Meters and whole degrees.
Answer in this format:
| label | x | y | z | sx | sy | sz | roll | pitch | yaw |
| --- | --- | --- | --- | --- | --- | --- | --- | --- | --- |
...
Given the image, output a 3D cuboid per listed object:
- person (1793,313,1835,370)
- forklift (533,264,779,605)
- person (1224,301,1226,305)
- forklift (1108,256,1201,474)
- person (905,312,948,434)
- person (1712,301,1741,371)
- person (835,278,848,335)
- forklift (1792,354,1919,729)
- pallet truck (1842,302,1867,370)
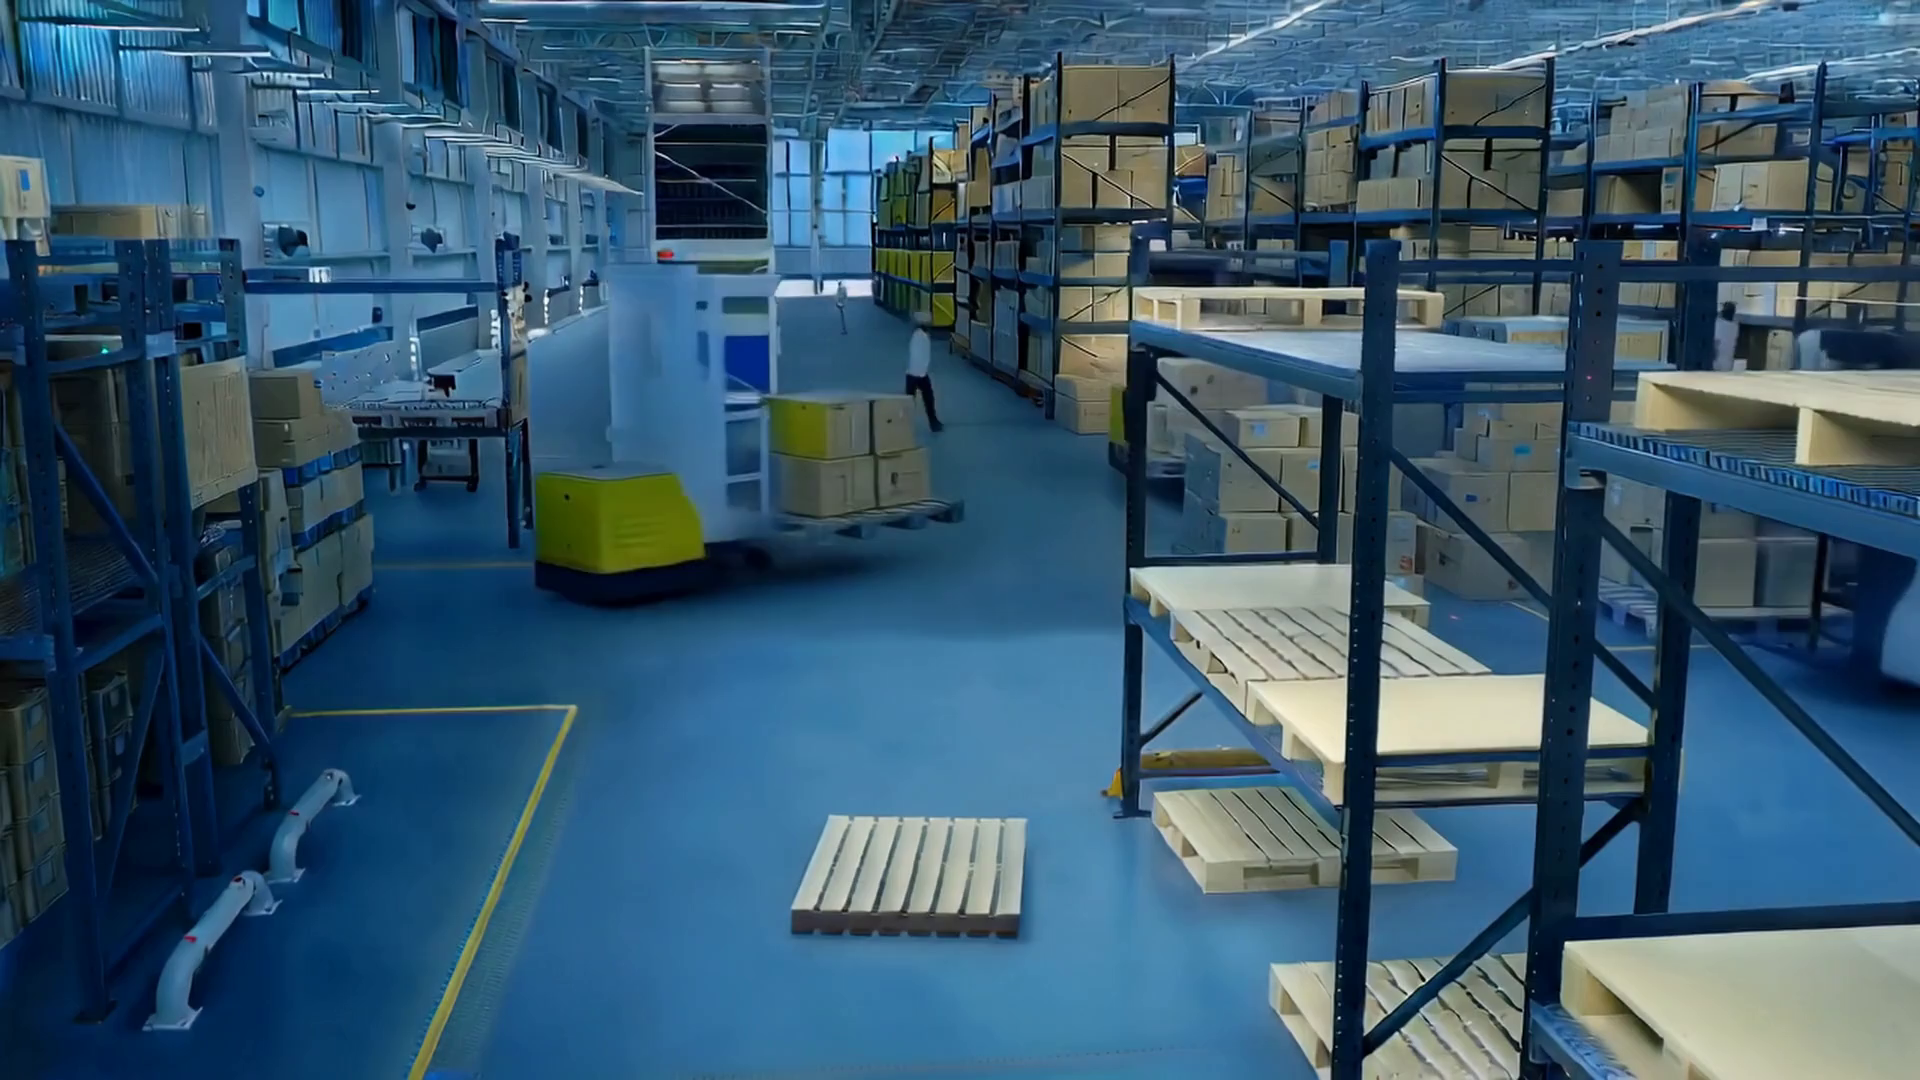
| label | x | y | z | sx | sy | sz | roll | pitch | yaw |
| --- | --- | --- | --- | --- | --- | --- | --- | --- | --- |
| person | 13.218 | -2.567 | 25.832 | 0.575 | 1.918 | 0.625 | -5 | 11 | -25 |
| forklift | -2.664 | -0.980 | 14.365 | 1.129 | 2.768 | 1.873 | 9 | 14 | 42 |
| person | 8.929 | -7.802 | 54.592 | 0.622 | 2.020 | 0.935 | -1 | 10 | -8 |
| forklift | 2.616 | -2.259 | 21.448 | 1.129 | 2.768 | 1.873 | -1 | 10 | -6 |
| person | -0.707 | -2.629 | 26.168 | 0.992 | 1.932 | 0.648 | 4 | 11 | 23 |
| person | 13.949 | -3.413 | 30.447 | 0.617 | 1.948 | 0.792 | -1 | 10 | -8 |
| person | -3.823 | -7.526 | 53.549 | 0.429 | 1.836 | 0.632 | -2 | 10 | -12 |
| forklift | 6.352 | -0.243 | 10.279 | 1.129 | 2.768 | 1.873 | -1 | 10 | -6 |
| pallet truck | 15.846 | -3.142 | 28.793 | 1.885 | 1.965 | 0.823 | 2 | 10 | 12 |
